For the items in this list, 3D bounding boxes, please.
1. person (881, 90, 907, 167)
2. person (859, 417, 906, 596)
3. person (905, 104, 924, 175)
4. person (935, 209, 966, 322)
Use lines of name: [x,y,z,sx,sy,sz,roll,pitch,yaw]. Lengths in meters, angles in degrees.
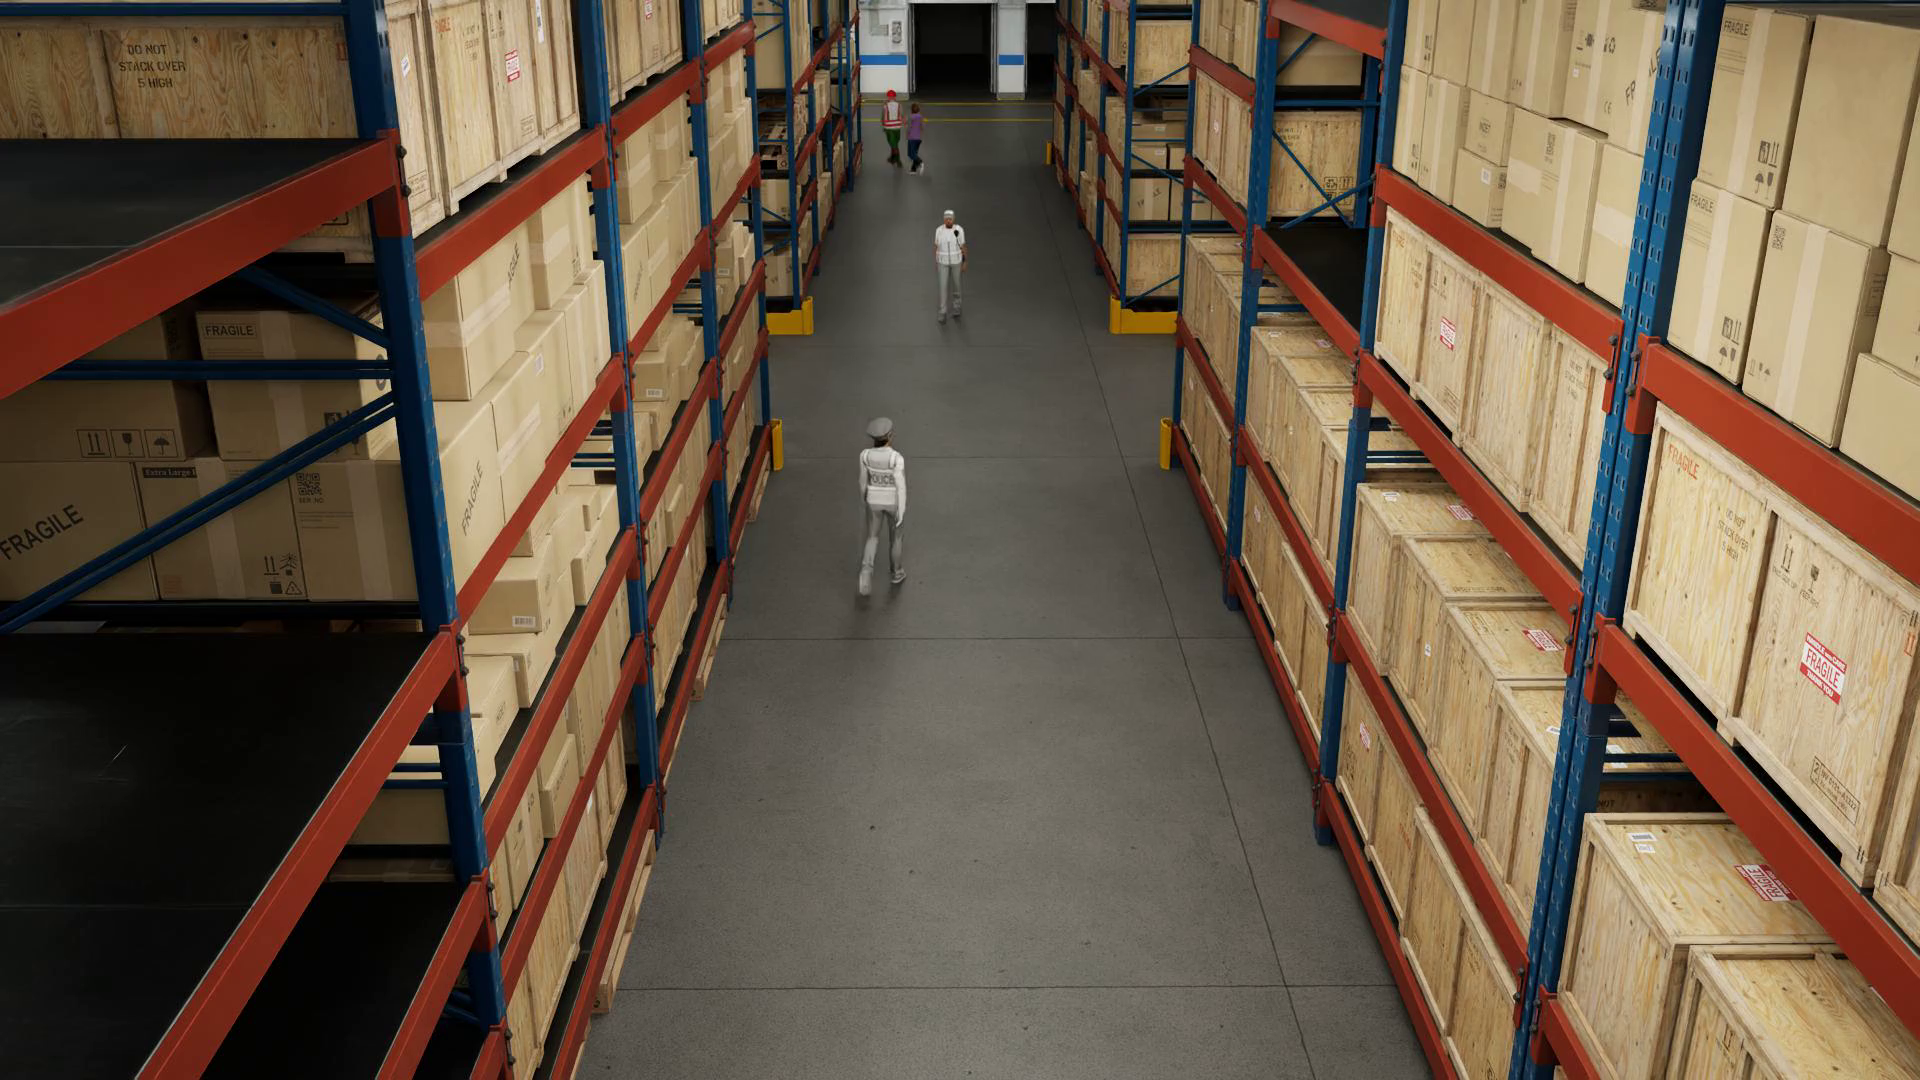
person: [-1.562,-9.672,39.048,0.625,1.750,0.988,-9,23,-22]
person: [-0.713,-0.326,15.436,0.471,1.682,0.758,4,22,11]
person: [-1.004,-9.096,37.795,0.414,1.595,0.710,-17,27,-36]
person: [-0.146,-4.198,25.308,0.487,1.651,0.749,0,22,1]
